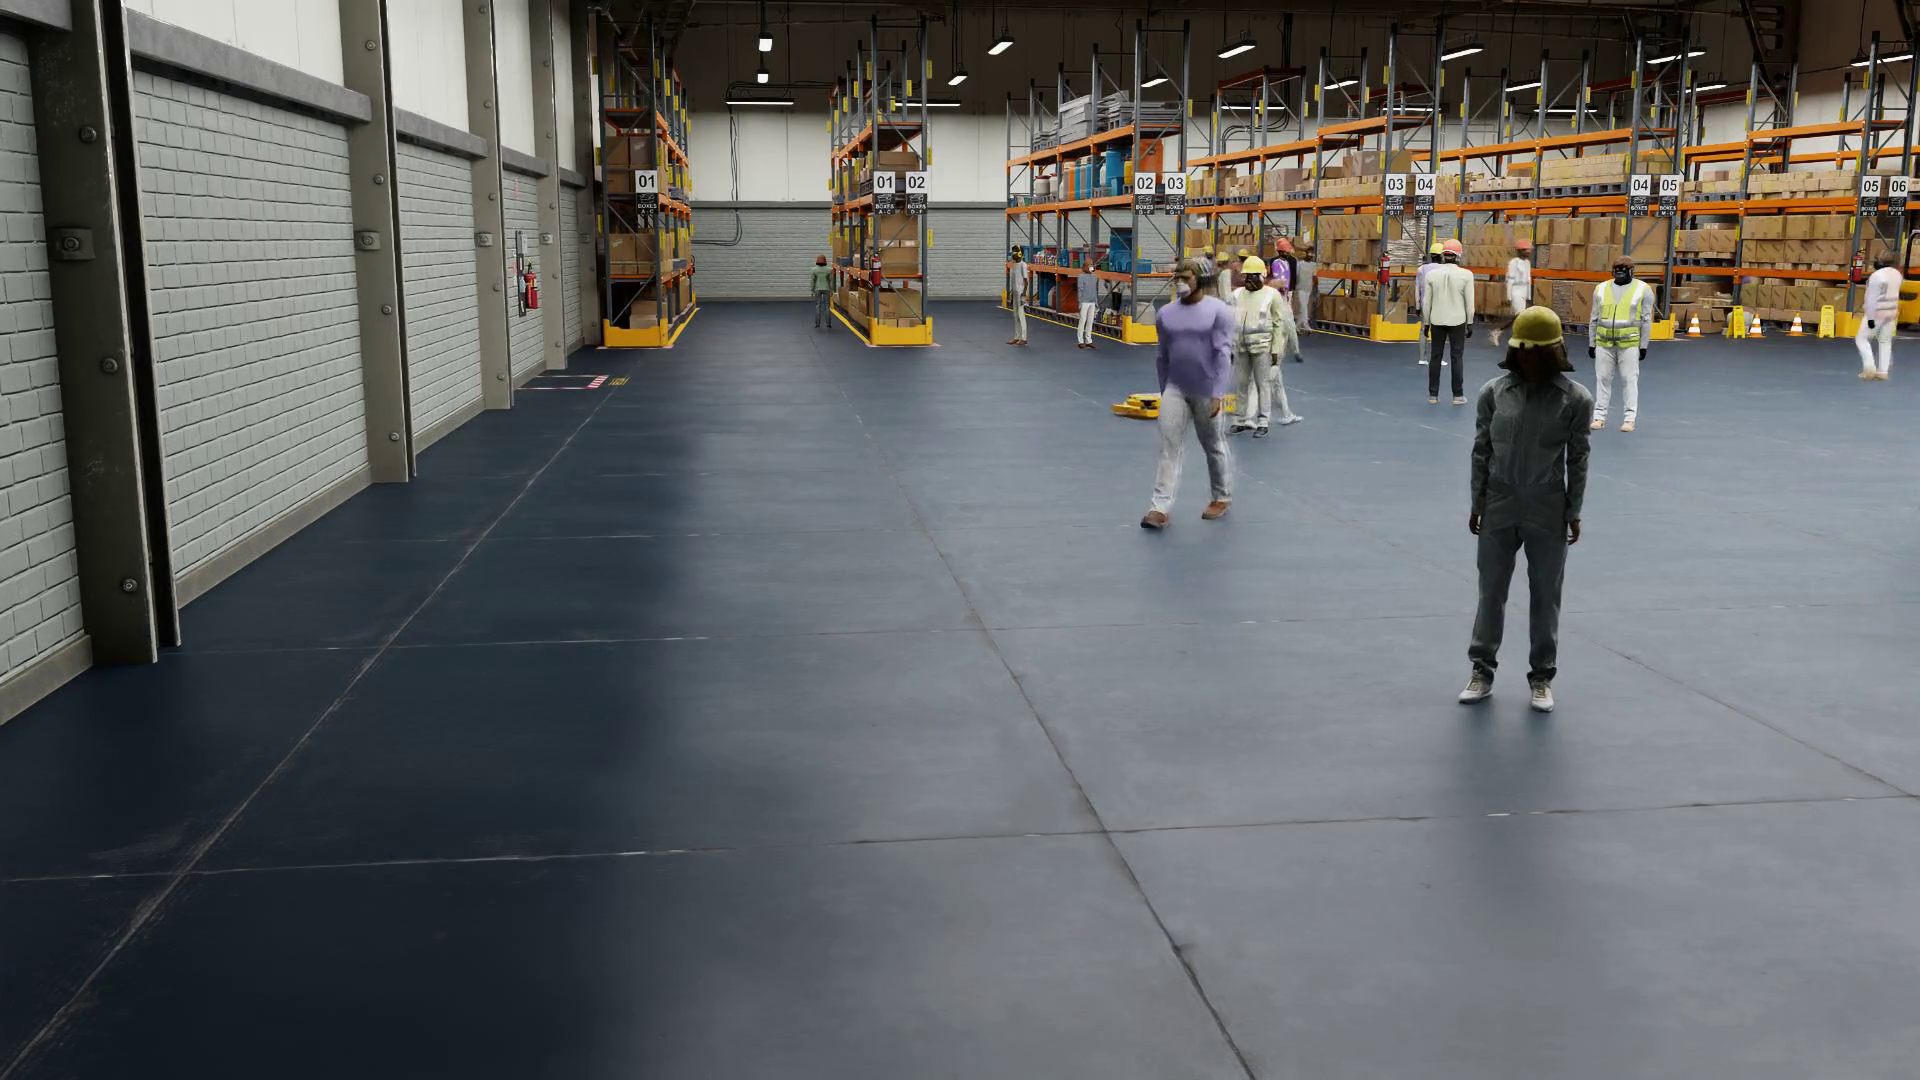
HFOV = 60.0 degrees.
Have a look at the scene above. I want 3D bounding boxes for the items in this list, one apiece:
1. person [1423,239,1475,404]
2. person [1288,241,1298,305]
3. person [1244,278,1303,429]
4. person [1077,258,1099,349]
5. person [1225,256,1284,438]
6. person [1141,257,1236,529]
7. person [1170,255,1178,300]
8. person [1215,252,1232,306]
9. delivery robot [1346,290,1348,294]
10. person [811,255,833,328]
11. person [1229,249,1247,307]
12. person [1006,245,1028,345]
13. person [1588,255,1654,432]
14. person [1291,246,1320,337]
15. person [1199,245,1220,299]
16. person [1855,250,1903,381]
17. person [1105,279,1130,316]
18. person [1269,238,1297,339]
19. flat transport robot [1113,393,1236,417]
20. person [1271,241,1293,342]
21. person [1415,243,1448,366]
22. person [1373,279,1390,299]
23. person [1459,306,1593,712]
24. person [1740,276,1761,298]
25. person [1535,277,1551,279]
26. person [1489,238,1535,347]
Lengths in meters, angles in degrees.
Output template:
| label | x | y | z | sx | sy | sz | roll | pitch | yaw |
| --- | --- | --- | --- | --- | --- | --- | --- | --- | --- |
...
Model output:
| label | x | y | z | sx | sy | sz | roll | pitch | yaw |
| --- | --- | --- | --- | --- | --- | --- | --- | --- | --- |
| person | 5.946 | -2.649 | 20.237 | 0.608 | 1.996 | 0.380 | 6 | 12 | 28 |
| person | 7.064 | -5.486 | 35.993 | 0.622 | 1.932 | 0.370 | -7 | 12 | -34 |
| person | 3.304 | -1.971 | 17.648 | 0.913 | 1.590 | 0.505 | -5 | 11 | -24 |
| person | 2.333 | -4.306 | 30.316 | 0.509 | 1.632 | 0.266 | -10 | 14 | -42 |
| person | 2.969 | -1.954 | 16.875 | 0.593 | 1.832 | 0.403 | 8 | 13 | 37 |
| person | 1.628 | -1.034 | 11.697 | 0.632 | 1.891 | 1.025 | 6 | 12 | 31 |
| person | 5.795 | -6.777 | 43.931 | 0.512 | 1.630 | 0.408 | 4 | 11 | 22 |
| person | 4.979 | -4.499 | 31.068 | 0.476 | 1.752 | 0.531 | 1 | 10 | 4 |
| delivery robot | 11.917 | -7.371 | 49.818 | 0.707 | 0.478 | 0.477 | 10 | 14 | 44 |
| person | -3.061 | -5.515 | 36.945 | 0.500 | 1.633 | 0.285 | -1 | 10 | -5 |
| person | 6.580 | -5.952 | 39.046 | 0.544 | 1.761 | 0.350 | -3 | 11 | -15 |
| person | 1.084 | -4.578 | 31.162 | 0.313 | 1.869 | 0.539 | -4 | 11 | -23 |
| person | 6.902 | -2.056 | 17.438 | 0.630 | 1.835 | 0.429 | 8 | 13 | 38 |
| person | 7.048 | -5.011 | 33.660 | 0.539 | 1.824 | 0.915 | -5 | 11 | -25 |
| person | 6.289 | -6.498 | 41.876 | 0.617 | 1.796 | 0.839 | -1 | 10 | -8 |
| person | 12.993 | -3.167 | 23.528 | 0.622 | 1.830 | 0.475 | -5 | 11 | -24 |
| person | 3.893 | -6.333 | 40.623 | 0.635 | 1.919 | 0.960 | -1 | 10 | -8 |
| person | 6.410 | -5.000 | 33.126 | 0.608 | 1.996 | 0.379 | -4 | 11 | -20 |
| flat transport robot | 2.520 | -1.571 | 19.061 | 1.431 | 0.197 | 0.652 | -6 | 12 | -30 |
| person | 6.162 | -4.726 | 31.790 | 0.373 | 1.933 | 0.551 | 7 | 13 | 35 |
| person | 7.468 | -3.712 | 26.252 | 0.589 | 1.927 | 0.387 | 9 | 14 | 41 |
| person | 10.955 | -6.667 | 43.237 | 0.522 | 1.639 | 0.309 | -5 | 11 | -25 |
| person | 2.424 | -0.128 | 7.134 | 0.483 | 1.736 | 0.311 | 5 | 12 | 26 |
| person | 20.587 | -6.821 | 43.400 | 0.659 | 1.886 | 0.544 | 0 | 10 | 2 |
| person | 14.234 | -6.359 | 40.736 | 0.547 | 1.939 | 0.376 | 0 | 10 | -2 |
| person | 9.934 | -4.395 | 29.790 | 0.614 | 2.015 | 0.872 | -10 | 14 | -44 |
